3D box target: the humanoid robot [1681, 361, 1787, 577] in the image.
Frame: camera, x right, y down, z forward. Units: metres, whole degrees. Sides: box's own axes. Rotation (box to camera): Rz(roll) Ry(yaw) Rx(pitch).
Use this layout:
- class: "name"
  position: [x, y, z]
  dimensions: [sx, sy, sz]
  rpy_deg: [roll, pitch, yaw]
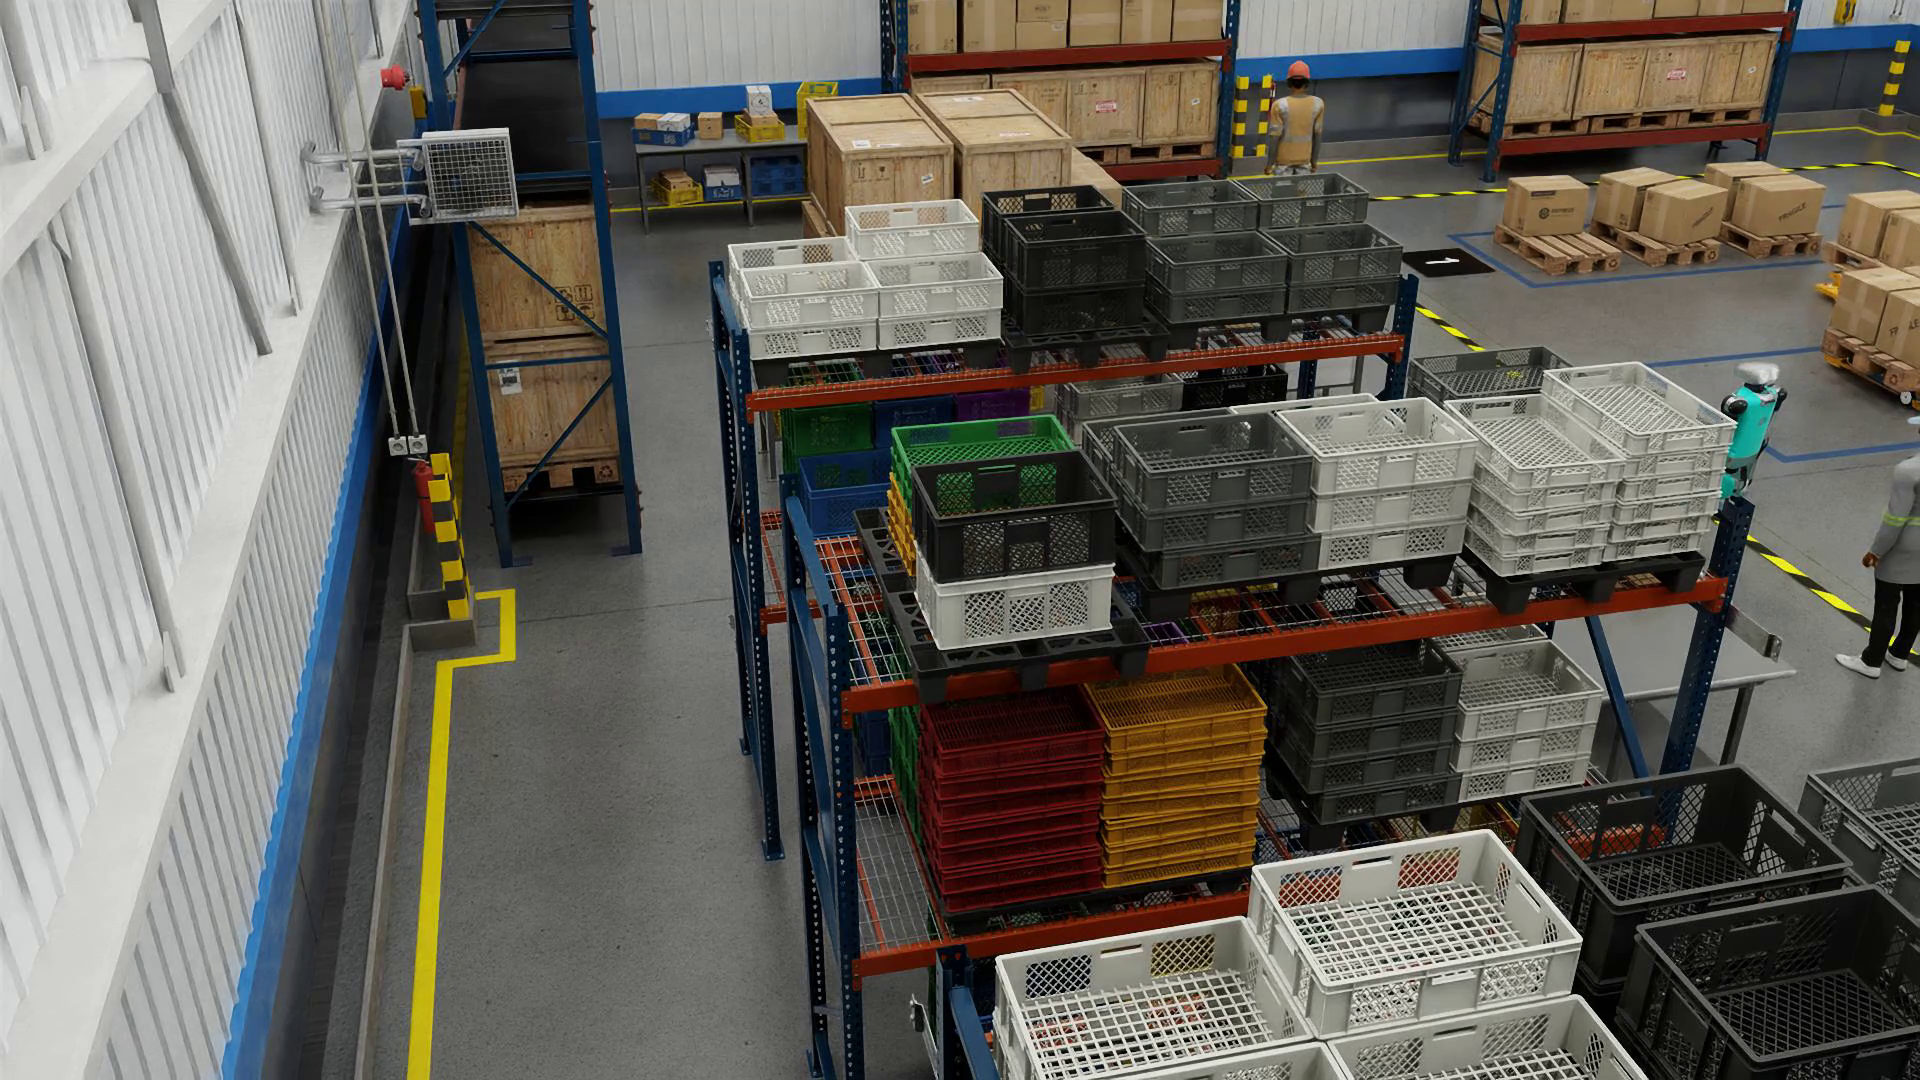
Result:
- class: "humanoid robot"
  position: [5.020, -0.481, 11.241]
  dimensions: [0.533, 1.677, 0.735]
  rpy_deg: [-15, 31, -26]

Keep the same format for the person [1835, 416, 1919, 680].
- class: "person"
  position: [5.890, 0.002, 10.349]
  dimensions: [0.587, 1.848, 0.397]
  rpy_deg: [-9, 29, -17]

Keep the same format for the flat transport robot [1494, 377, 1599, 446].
- class: "flat transport robot"
  position: [4.780, -1.036, 14.013]
  dimensions: [0.659, 0.231, 1.431]
  rpy_deg: [-6, 28, -12]

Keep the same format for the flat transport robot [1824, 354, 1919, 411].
- class: "flat transport robot"
  position: [8.473, -1.467, 14.800]
  dimensions: [0.652, 0.197, 1.431]
  rpy_deg: [-6, 28, -12]

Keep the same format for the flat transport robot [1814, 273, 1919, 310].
- class: "flat transport robot"
  position: [9.550, -2.585, 16.922]
  dimensions: [1.431, 0.197, 0.652]
  rpy_deg: [-6, 28, -12]

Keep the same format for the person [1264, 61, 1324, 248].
- class: "person"
  position: [3.585, -4.140, 18.008]
  dimensions: [0.612, 2.033, 0.394]
  rpy_deg: [-6, 28, -12]
